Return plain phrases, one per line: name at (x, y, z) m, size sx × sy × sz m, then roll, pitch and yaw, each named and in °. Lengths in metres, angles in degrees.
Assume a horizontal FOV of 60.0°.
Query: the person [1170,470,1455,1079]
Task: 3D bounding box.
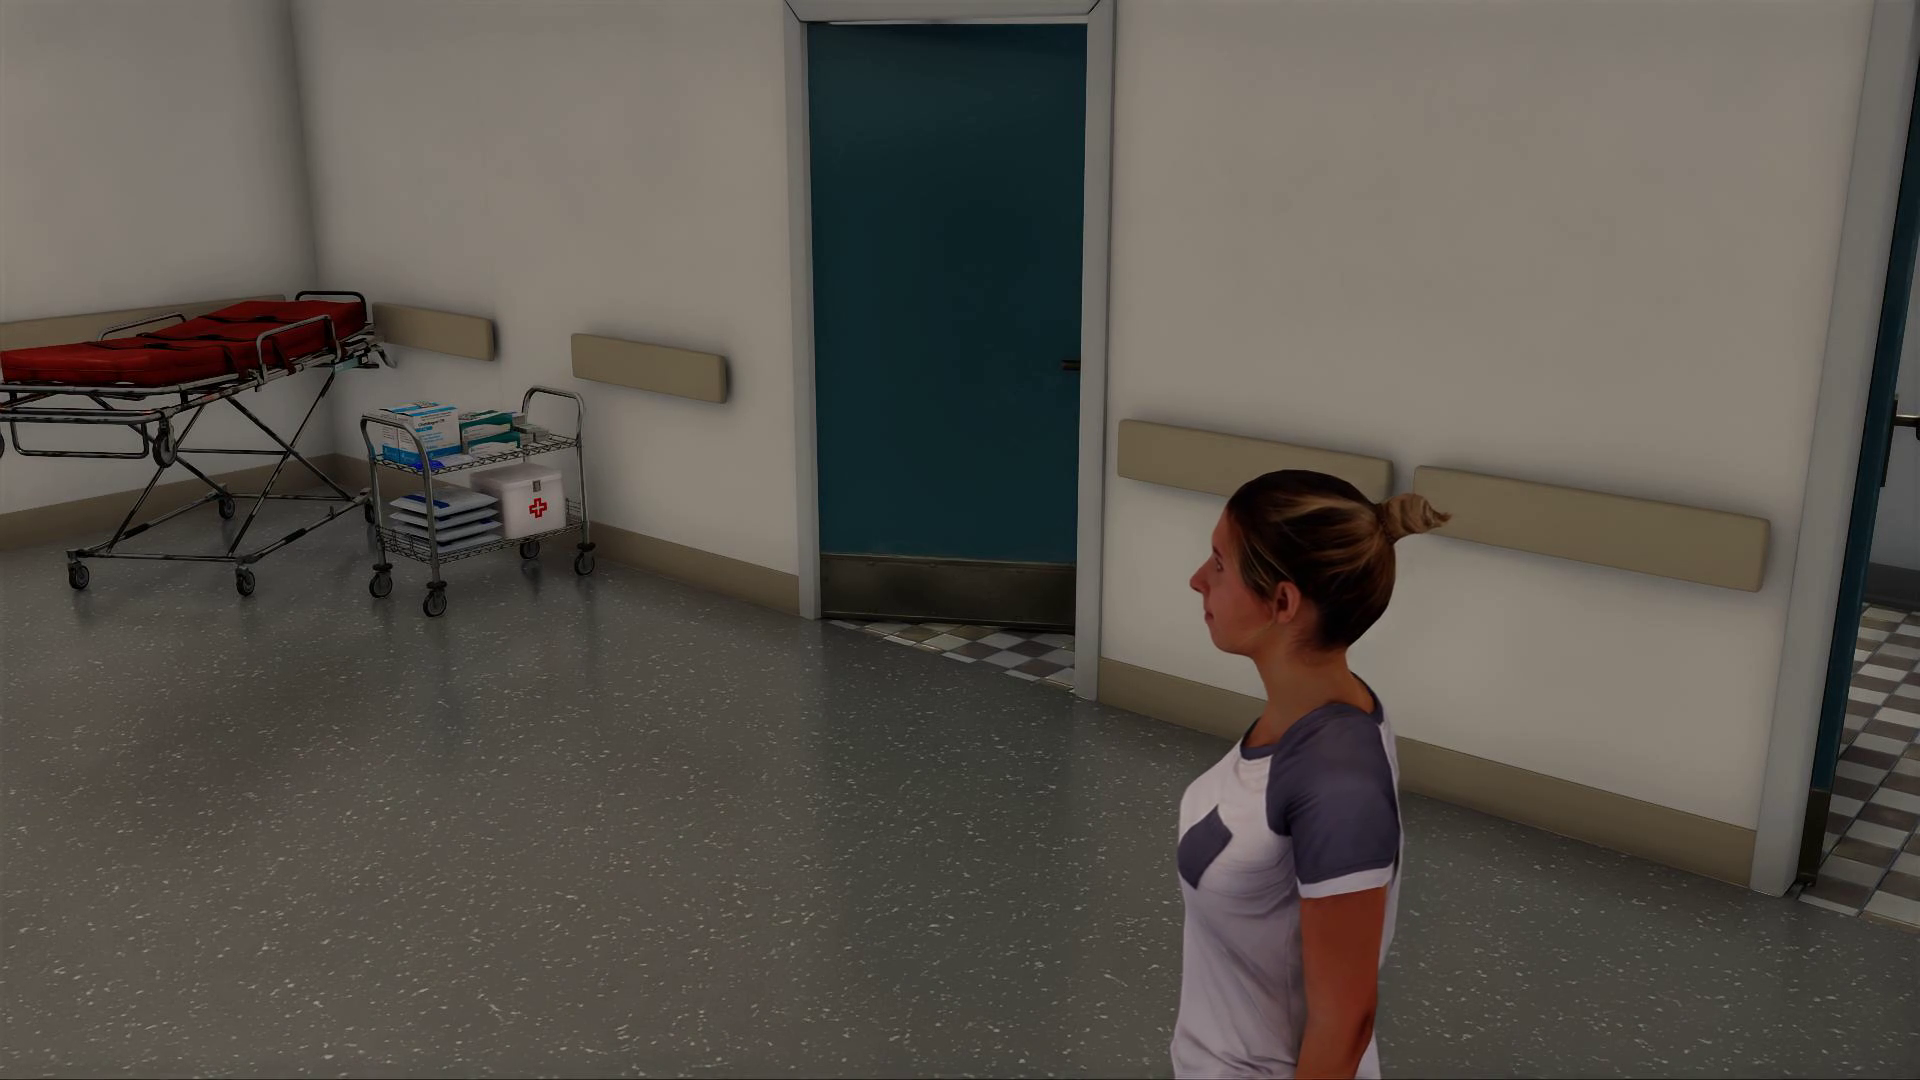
person at (0.403, 0.705, 2.065) m, size 0.663 × 1.624 × 0.655 m, roll 3°, pitch 16°, yaw 9°
